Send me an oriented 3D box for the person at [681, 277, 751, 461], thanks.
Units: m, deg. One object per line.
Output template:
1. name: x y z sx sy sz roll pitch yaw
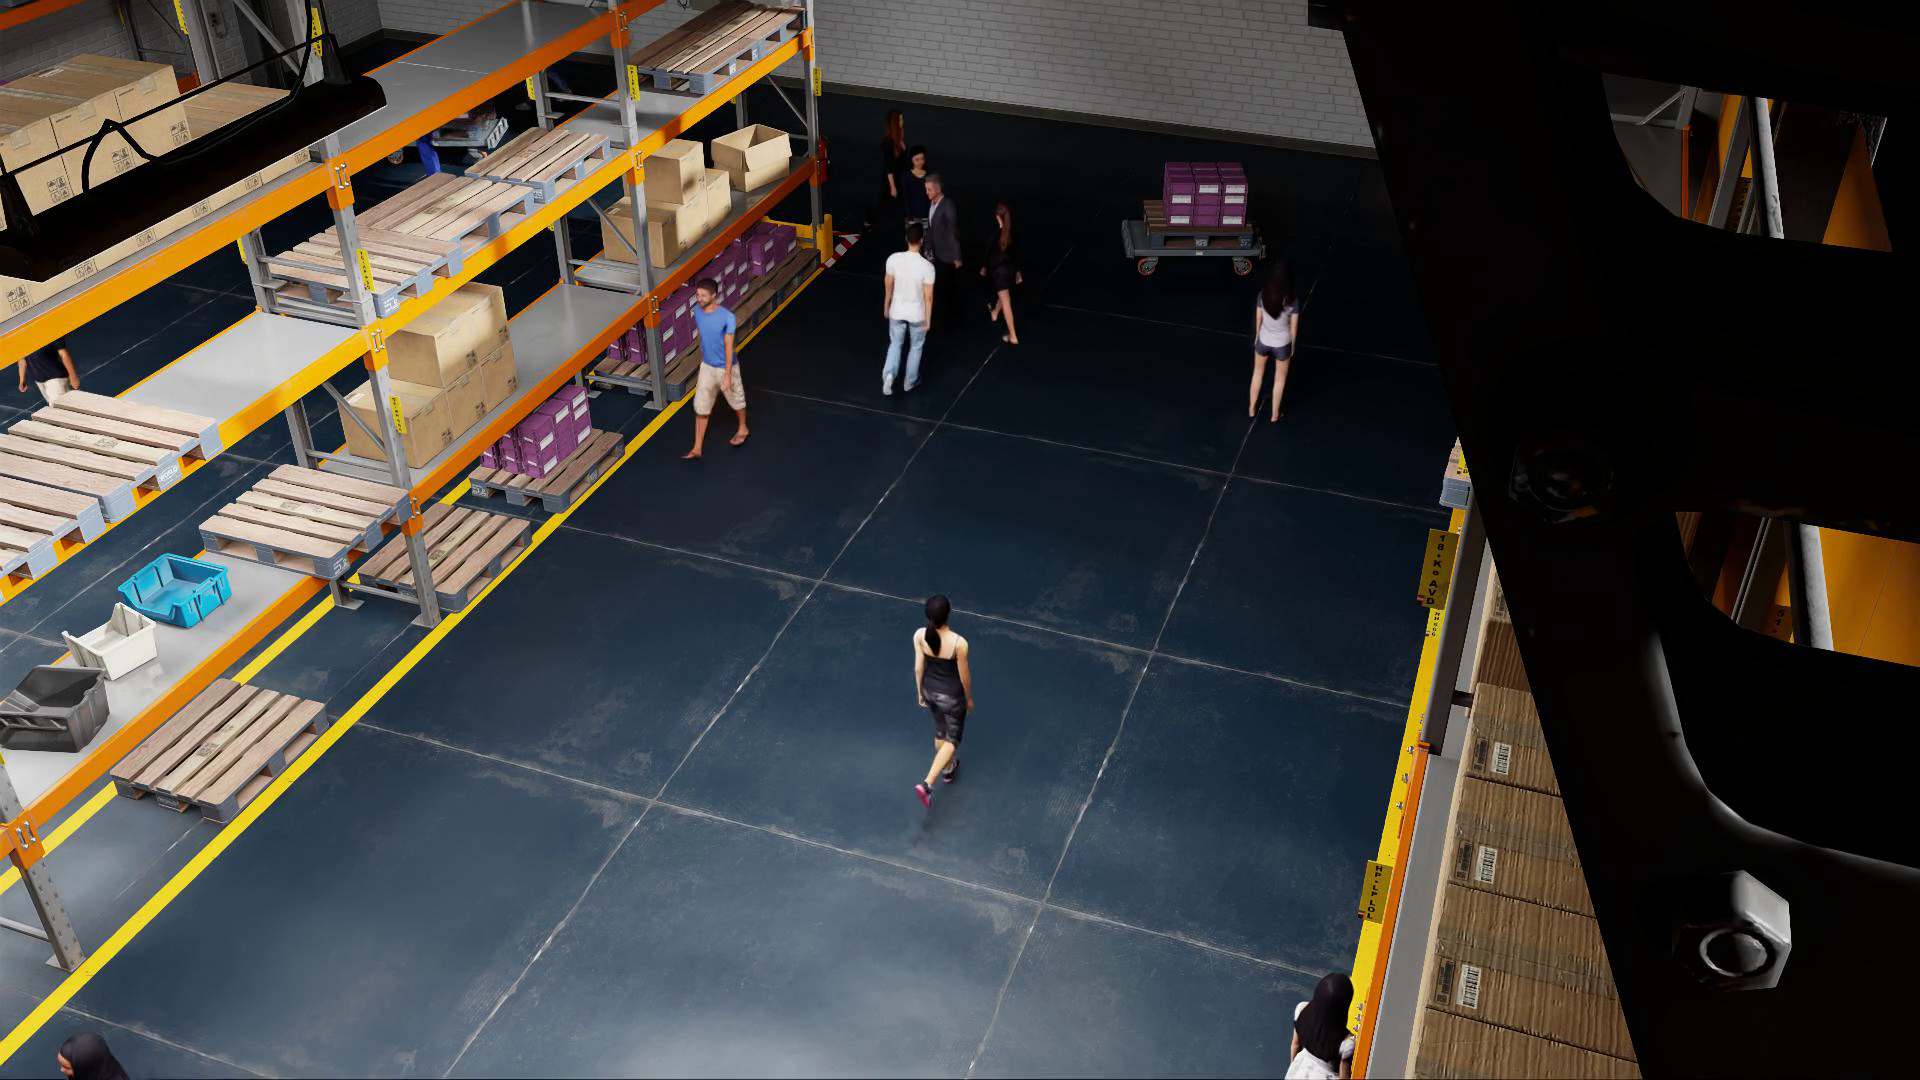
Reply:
1. person: -2.264 -1.703 16.037 0.714 1.824 1.169 14 36 20

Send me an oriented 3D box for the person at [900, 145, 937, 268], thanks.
1. person: -0.495 -3.804 19.308 0.894 1.702 1.009 -9 35 -13

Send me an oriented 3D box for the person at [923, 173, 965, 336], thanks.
1. person: -0.084 -3.169 18.252 0.937 1.813 0.862 -15 36 -21

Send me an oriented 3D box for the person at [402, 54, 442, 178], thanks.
1. person: -6.947 -5.376 21.528 0.853 1.863 0.743 -6 34 -9

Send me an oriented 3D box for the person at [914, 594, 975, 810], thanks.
1. person: -0.148 1.166 11.824 0.642 1.710 0.975 15 36 21

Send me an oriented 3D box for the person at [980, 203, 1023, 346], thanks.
1. person: 0.515 -2.861 18.061 1.007 1.512 1.096 -15 36 -21

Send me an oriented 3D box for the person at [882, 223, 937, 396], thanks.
1. person: -0.552 -2.278 16.891 0.702 1.835 0.888 8 35 12

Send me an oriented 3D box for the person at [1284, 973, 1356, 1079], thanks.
1. person: 1.929 3.005 9.004 0.806 1.769 0.778 -24 40 -31

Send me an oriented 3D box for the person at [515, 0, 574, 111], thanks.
1. person: -6.157 -7.163 24.381 1.193 1.680 1.109 -15 37 -22

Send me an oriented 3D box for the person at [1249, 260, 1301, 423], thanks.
1. person: 3.125 -1.980 16.560 0.612 1.707 0.555 17 37 23

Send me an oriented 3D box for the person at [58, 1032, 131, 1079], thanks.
1. person: -4.407 3.155 8.920 1.008 1.611 0.863 -27 42 -34

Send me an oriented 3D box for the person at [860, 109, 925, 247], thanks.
1. person: -0.888 -4.393 20.216 0.768 1.677 1.118 15 37 22
